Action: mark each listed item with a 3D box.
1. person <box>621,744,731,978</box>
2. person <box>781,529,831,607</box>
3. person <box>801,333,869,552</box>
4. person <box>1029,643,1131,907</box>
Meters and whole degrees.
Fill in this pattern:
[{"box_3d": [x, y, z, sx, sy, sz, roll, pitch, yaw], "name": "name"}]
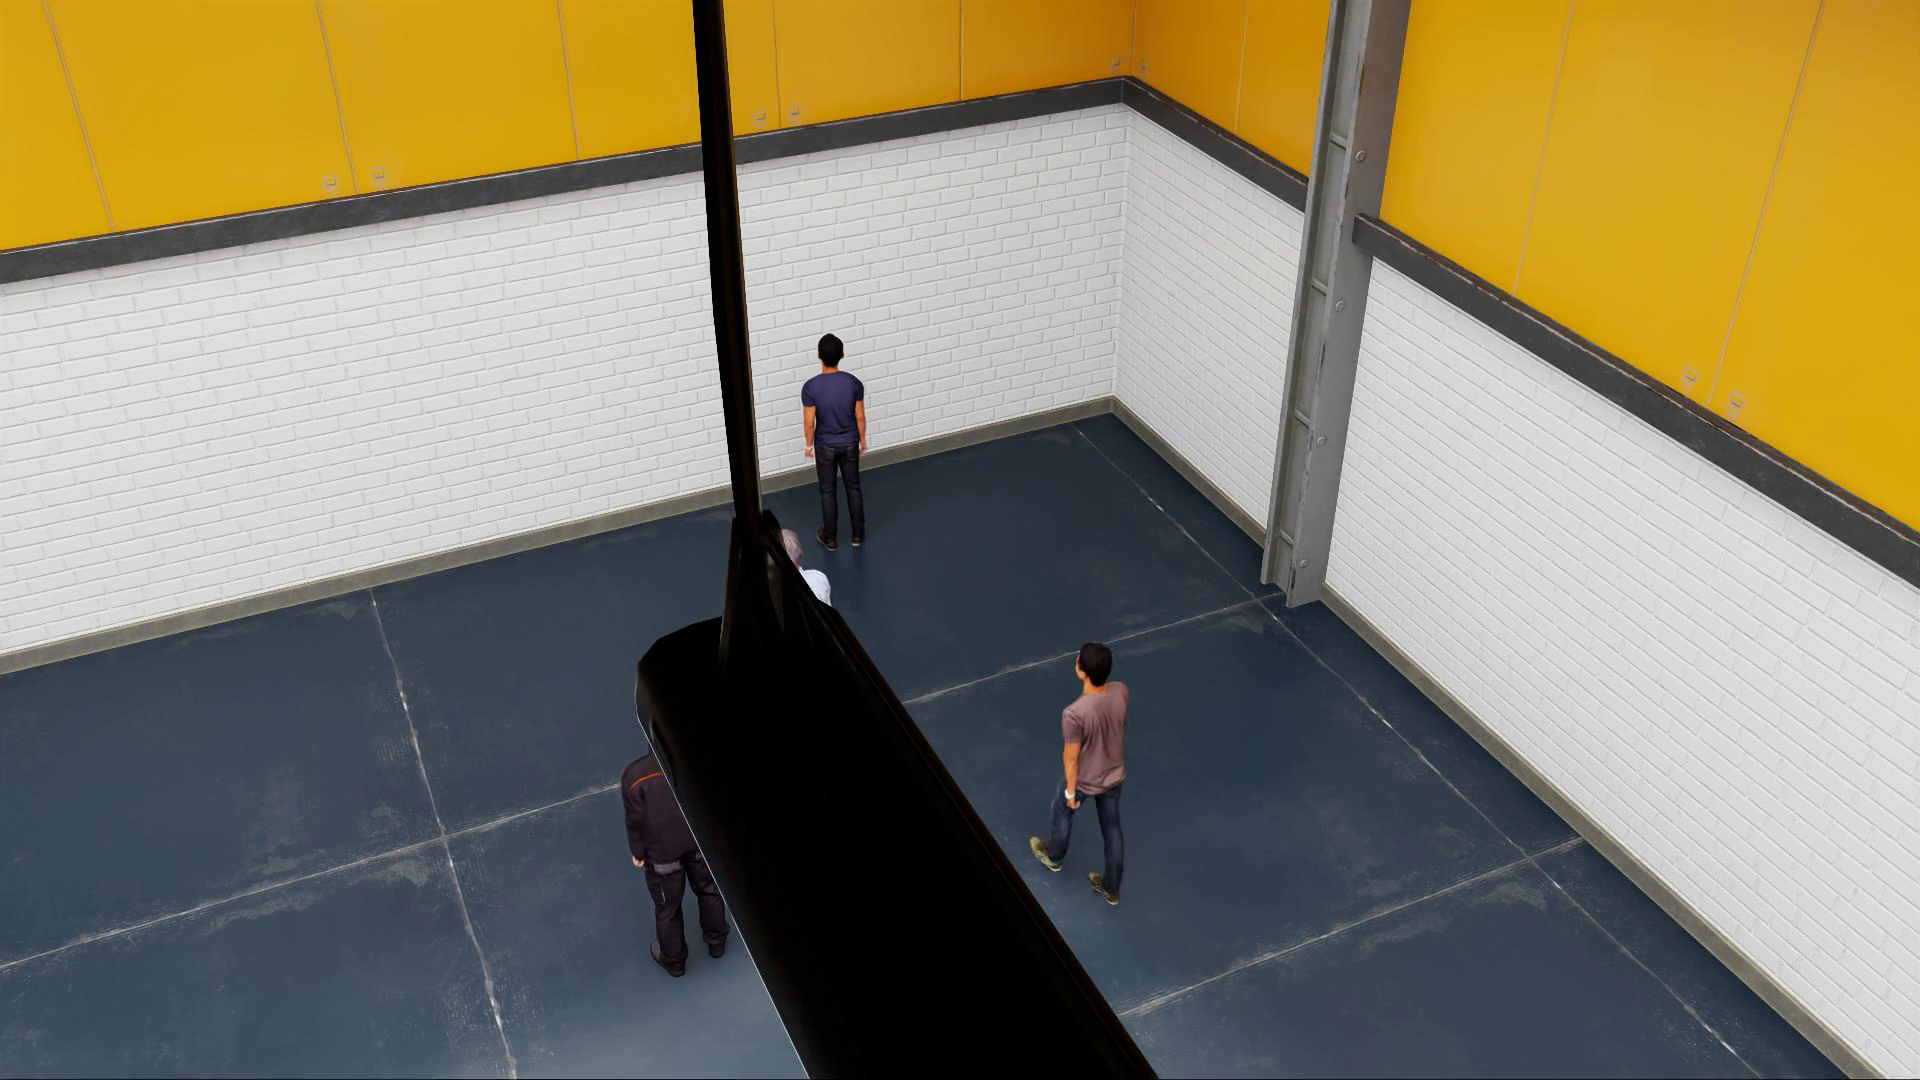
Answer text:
[{"box_3d": [-1.537, 1.621, 9.033, 0.750, 1.839, 0.610, -19, 38, -26], "name": "person"}, {"box_3d": [-1.017, 0.744, 10.368, 0.751, 1.822, 0.675, -27, 42, -34], "name": "person"}, {"box_3d": [-0.937, -0.731, 12.612, 0.685, 1.793, 0.585, -8, 34, -12], "name": "person"}, {"box_3d": [0.833, 1.386, 9.466, 0.694, 1.750, 0.921, -18, 38, -25], "name": "person"}]
